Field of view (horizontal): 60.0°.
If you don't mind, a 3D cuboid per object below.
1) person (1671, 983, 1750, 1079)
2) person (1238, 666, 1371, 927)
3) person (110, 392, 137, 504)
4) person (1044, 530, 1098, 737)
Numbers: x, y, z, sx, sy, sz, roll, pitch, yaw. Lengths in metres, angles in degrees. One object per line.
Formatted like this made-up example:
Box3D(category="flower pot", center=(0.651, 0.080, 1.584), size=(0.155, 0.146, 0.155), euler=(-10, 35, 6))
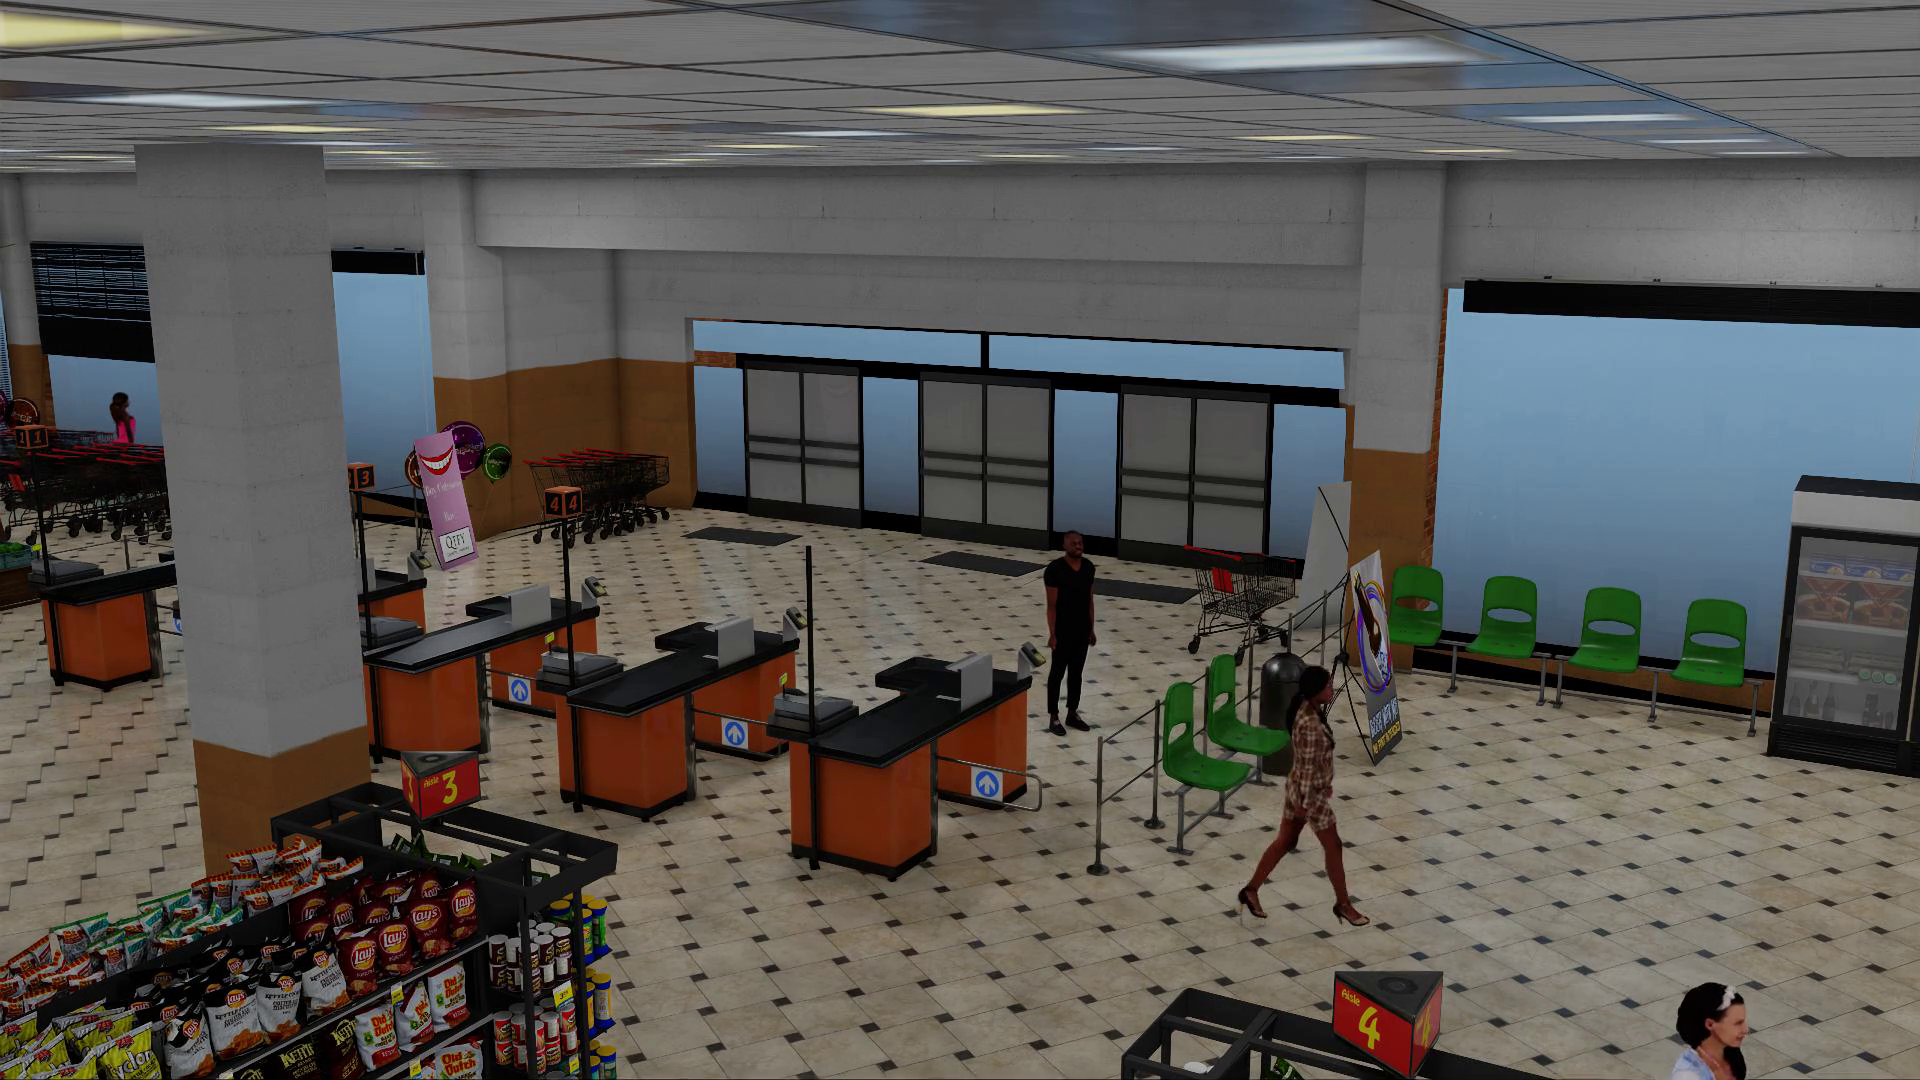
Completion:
Box3D(category="person", center=(2.788, 2.558, 6.495), size=(0.851, 1.774, 1.159), euler=(10, 15, 39))
Box3D(category="person", center=(2.150, 1.679, 10.735), size=(0.951, 1.749, 1.090), euler=(1, 12, 6))
Box3D(category="person", center=(-12.796, -1.416, 25.495), size=(0.617, 1.722, 0.617), euler=(11, 16, 43))
Box3D(category="person", center=(0.968, 0.800, 14.735), size=(0.695, 1.819, 0.812), euler=(-6, 13, -28))
